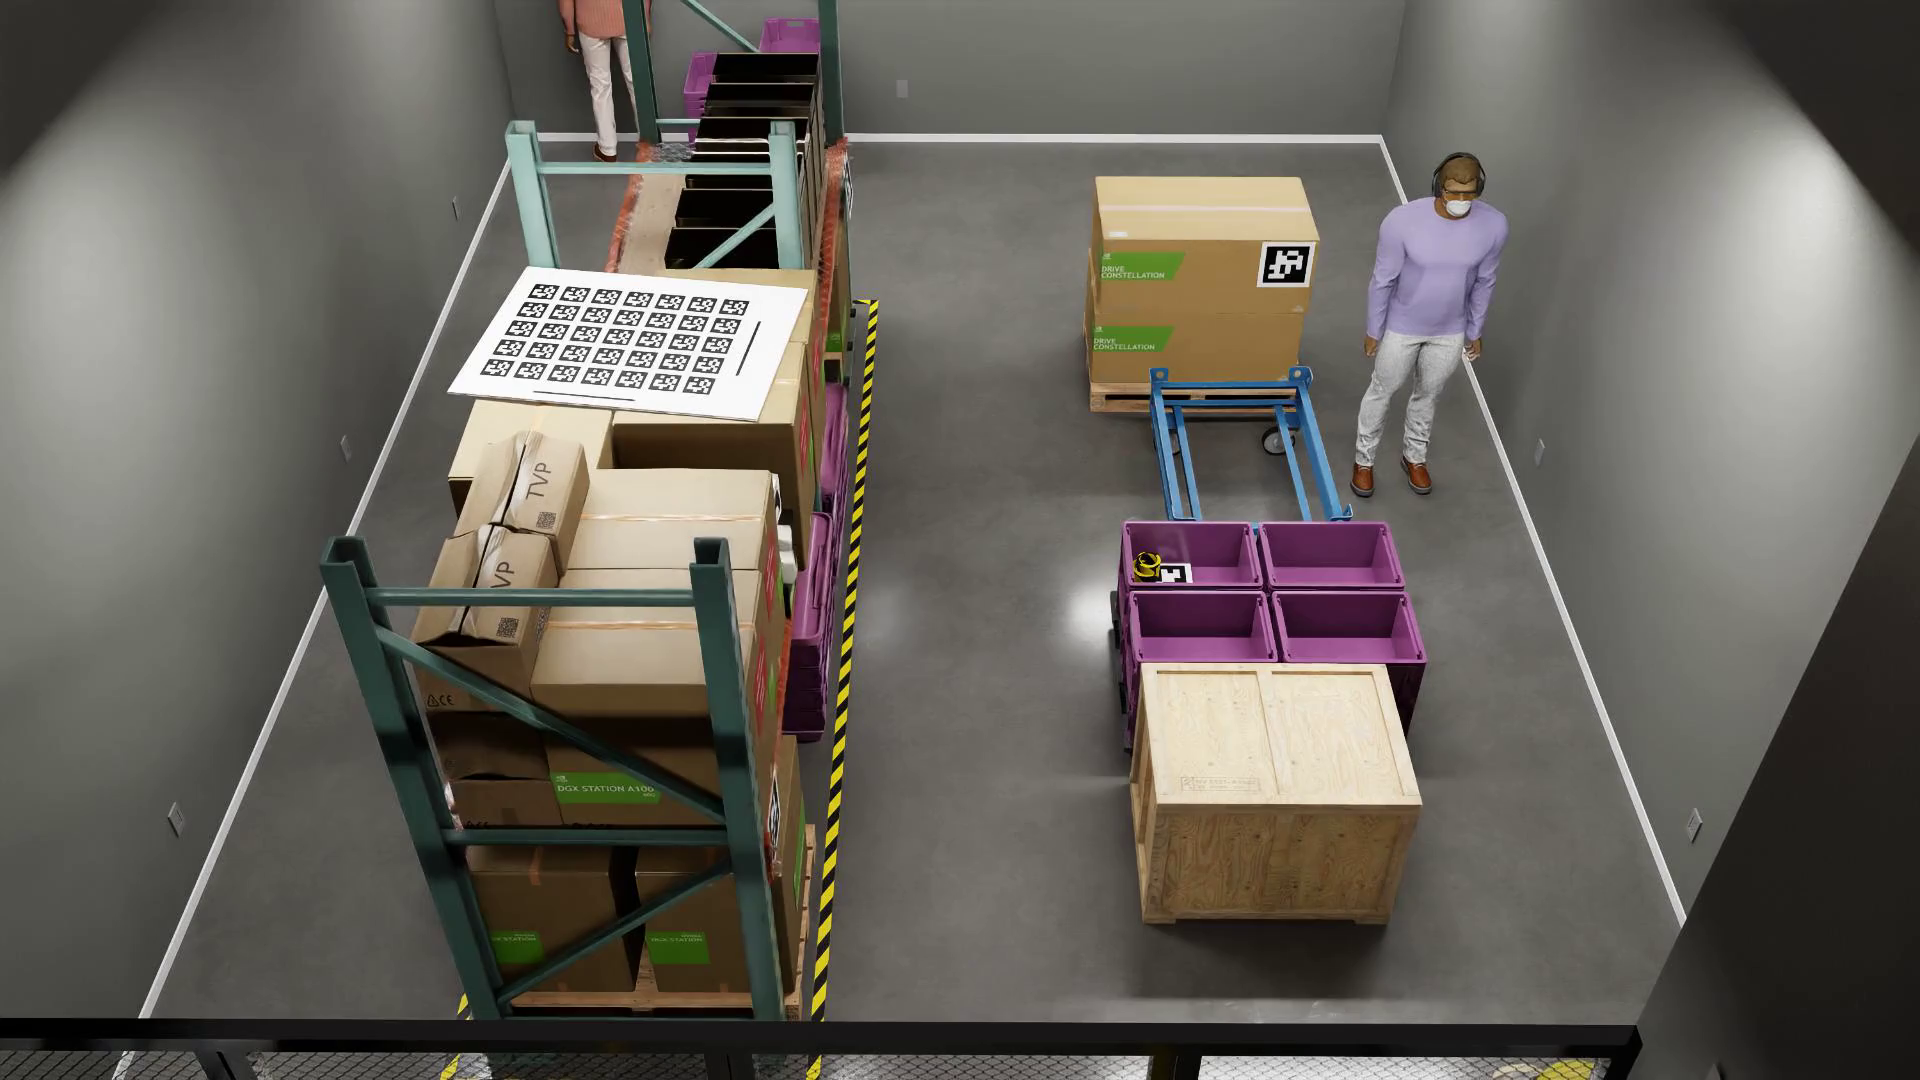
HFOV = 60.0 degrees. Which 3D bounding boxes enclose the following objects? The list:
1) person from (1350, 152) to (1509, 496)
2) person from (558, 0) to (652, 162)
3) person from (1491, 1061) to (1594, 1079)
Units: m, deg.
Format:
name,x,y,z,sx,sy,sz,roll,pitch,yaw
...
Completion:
name,x,y,z,sx,sy,sz,roll,pitch,yaw
person,2.328,-1.061,8.325,0.627,1.939,0.372,-1,41,-1
person,-2.330,-3.424,10.977,0.612,1.995,0.382,-16,44,-18
person,1.609,2.066,4.836,0.403,1.834,0.588,5,42,6
